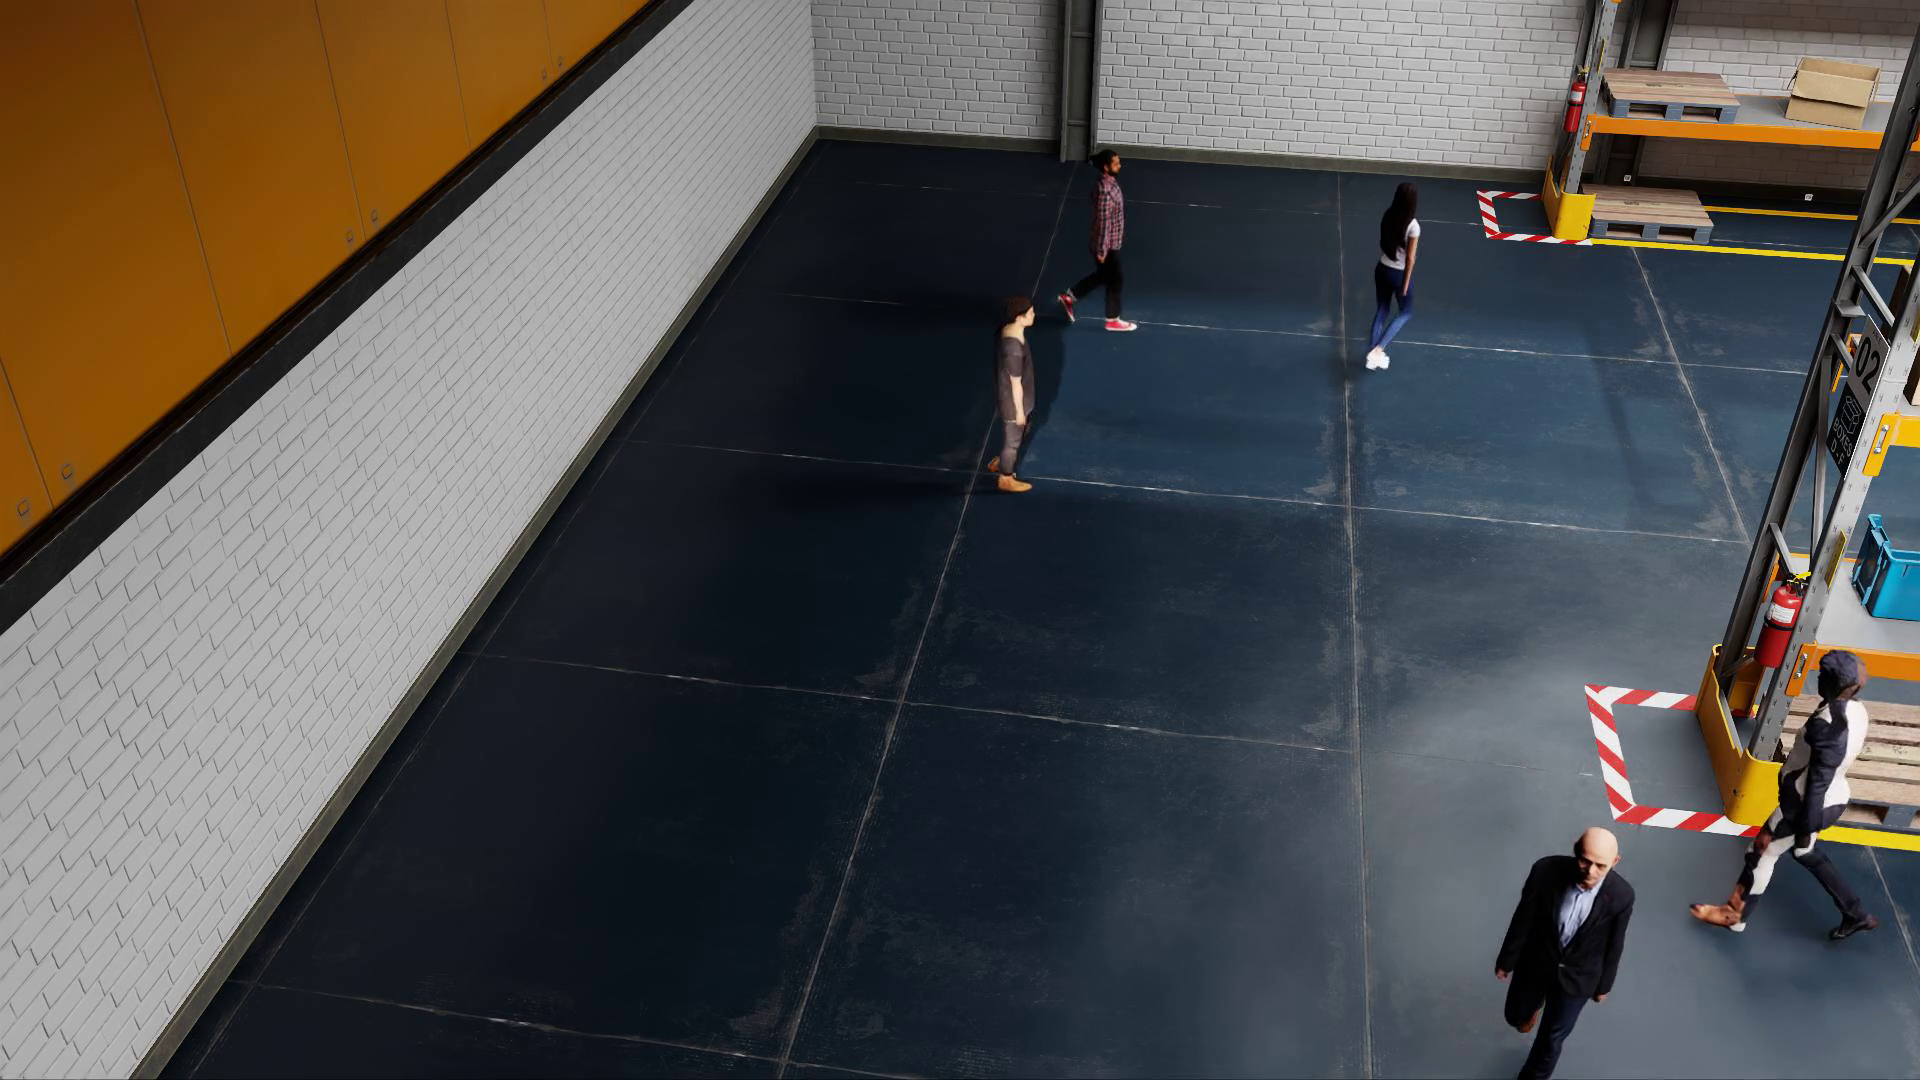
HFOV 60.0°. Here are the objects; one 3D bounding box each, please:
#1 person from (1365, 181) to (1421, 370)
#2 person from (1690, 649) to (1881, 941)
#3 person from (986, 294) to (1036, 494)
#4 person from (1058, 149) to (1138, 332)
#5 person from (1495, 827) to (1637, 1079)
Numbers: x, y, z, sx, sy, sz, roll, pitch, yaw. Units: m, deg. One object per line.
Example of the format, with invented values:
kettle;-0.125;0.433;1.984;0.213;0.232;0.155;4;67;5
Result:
person;3.731;-2.273;14.576;0.815;1.762;0.756;-20;39;-28
person;4.628;1.444;8.894;1.227;1.862;1.022;22;39;29
person;0.346;-1.126;12.900;0.693;1.707;0.706;-3;34;-4
person;1.277;-2.742;15.302;1.004;1.741;0.752;2;34;4
person;2.906;2.027;8.085;1.062;1.787;0.952;16;37;22
